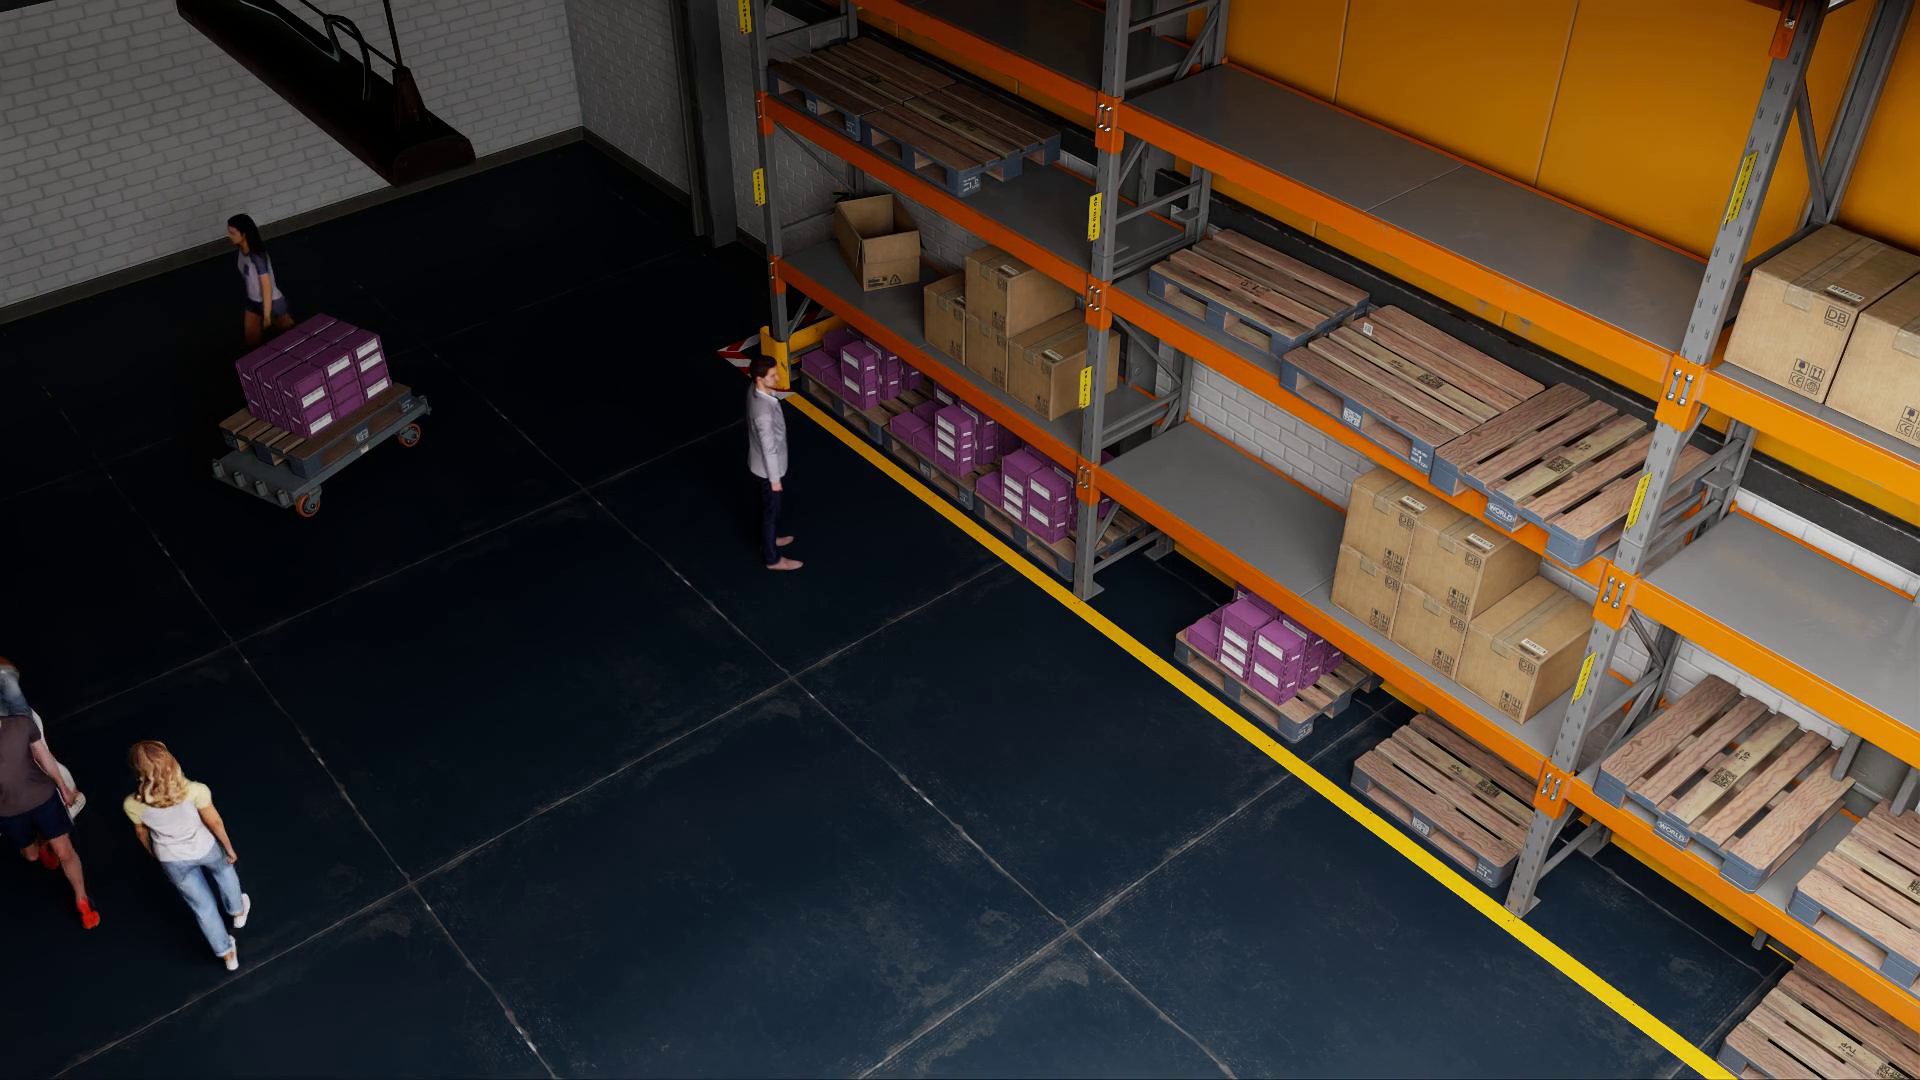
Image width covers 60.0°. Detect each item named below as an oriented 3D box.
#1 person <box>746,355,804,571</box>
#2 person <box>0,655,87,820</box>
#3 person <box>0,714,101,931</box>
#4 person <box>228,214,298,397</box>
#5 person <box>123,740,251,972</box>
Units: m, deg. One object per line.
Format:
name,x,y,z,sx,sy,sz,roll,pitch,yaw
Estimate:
person,-1.476,-0.610,12.755,0.818,1.850,0.682,-8,39,-10
person,-6.015,1.167,10.650,0.796,1.701,0.847,16,41,19
person,-5.677,1.546,10.073,0.713,1.829,1.060,-24,44,-27
person,-6.077,-2.111,14.773,1.099,1.677,0.779,29,47,31
person,-4.494,1.904,9.730,0.758,1.697,0.882,-15,41,-18
